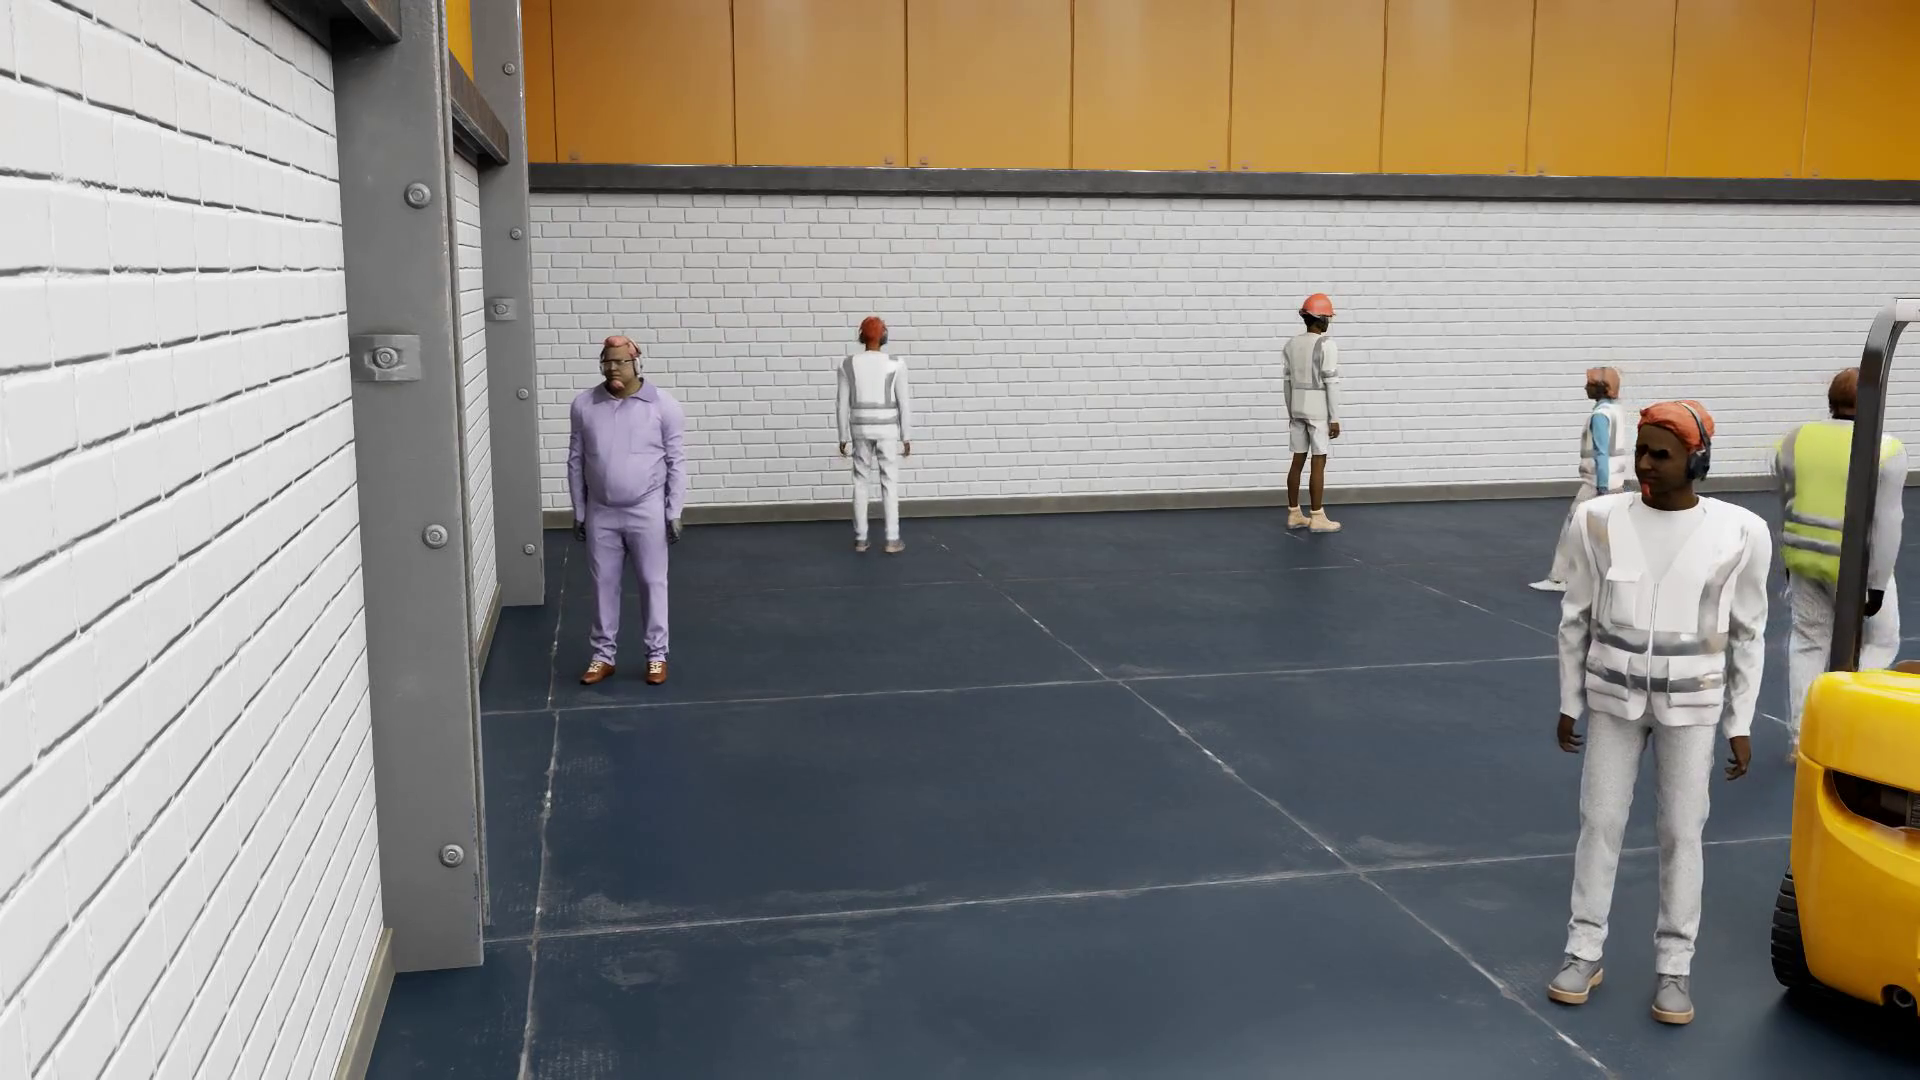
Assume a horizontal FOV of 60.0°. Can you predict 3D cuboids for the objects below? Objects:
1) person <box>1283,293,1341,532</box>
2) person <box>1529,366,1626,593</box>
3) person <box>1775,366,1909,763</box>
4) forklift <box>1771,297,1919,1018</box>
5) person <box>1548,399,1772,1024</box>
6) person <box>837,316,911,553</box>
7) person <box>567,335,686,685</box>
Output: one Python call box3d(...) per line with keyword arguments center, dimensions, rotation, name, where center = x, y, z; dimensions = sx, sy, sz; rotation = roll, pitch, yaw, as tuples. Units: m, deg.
box3d(center=(3.040, -1.089, 14.306), dimensions=(0.371, 2.044, 0.608), rotation=(-6, 11, -33), name="person")
box3d(center=(4.457, -0.402, 11.459), dimensions=(0.853, 1.595, 0.531), rotation=(6, 11, 32), name="person")
box3d(center=(3.978, 0.130, 7.535), dimensions=(0.453, 1.826, 0.629), rotation=(-6, 11, -32), name="person")
box3d(center=(3.542, 0.334, 5.177), dimensions=(2.313, 2.155, 1.214), rotation=(-9, 13, -43), name="forklift")
box3d(center=(2.098, 0.514, 5.029), dimensions=(0.575, 1.882, 0.359), rotation=(5, 11, 30), name="person")
box3d(center=(-0.682, -0.837, 13.255), dimensions=(0.585, 1.882, 0.337), rotation=(1, 9, 6), name="person")
box3d(center=(-1.813, -0.154, 9.027), dimensions=(0.643, 1.908, 0.399), rotation=(1, 9, 4), name="person")
